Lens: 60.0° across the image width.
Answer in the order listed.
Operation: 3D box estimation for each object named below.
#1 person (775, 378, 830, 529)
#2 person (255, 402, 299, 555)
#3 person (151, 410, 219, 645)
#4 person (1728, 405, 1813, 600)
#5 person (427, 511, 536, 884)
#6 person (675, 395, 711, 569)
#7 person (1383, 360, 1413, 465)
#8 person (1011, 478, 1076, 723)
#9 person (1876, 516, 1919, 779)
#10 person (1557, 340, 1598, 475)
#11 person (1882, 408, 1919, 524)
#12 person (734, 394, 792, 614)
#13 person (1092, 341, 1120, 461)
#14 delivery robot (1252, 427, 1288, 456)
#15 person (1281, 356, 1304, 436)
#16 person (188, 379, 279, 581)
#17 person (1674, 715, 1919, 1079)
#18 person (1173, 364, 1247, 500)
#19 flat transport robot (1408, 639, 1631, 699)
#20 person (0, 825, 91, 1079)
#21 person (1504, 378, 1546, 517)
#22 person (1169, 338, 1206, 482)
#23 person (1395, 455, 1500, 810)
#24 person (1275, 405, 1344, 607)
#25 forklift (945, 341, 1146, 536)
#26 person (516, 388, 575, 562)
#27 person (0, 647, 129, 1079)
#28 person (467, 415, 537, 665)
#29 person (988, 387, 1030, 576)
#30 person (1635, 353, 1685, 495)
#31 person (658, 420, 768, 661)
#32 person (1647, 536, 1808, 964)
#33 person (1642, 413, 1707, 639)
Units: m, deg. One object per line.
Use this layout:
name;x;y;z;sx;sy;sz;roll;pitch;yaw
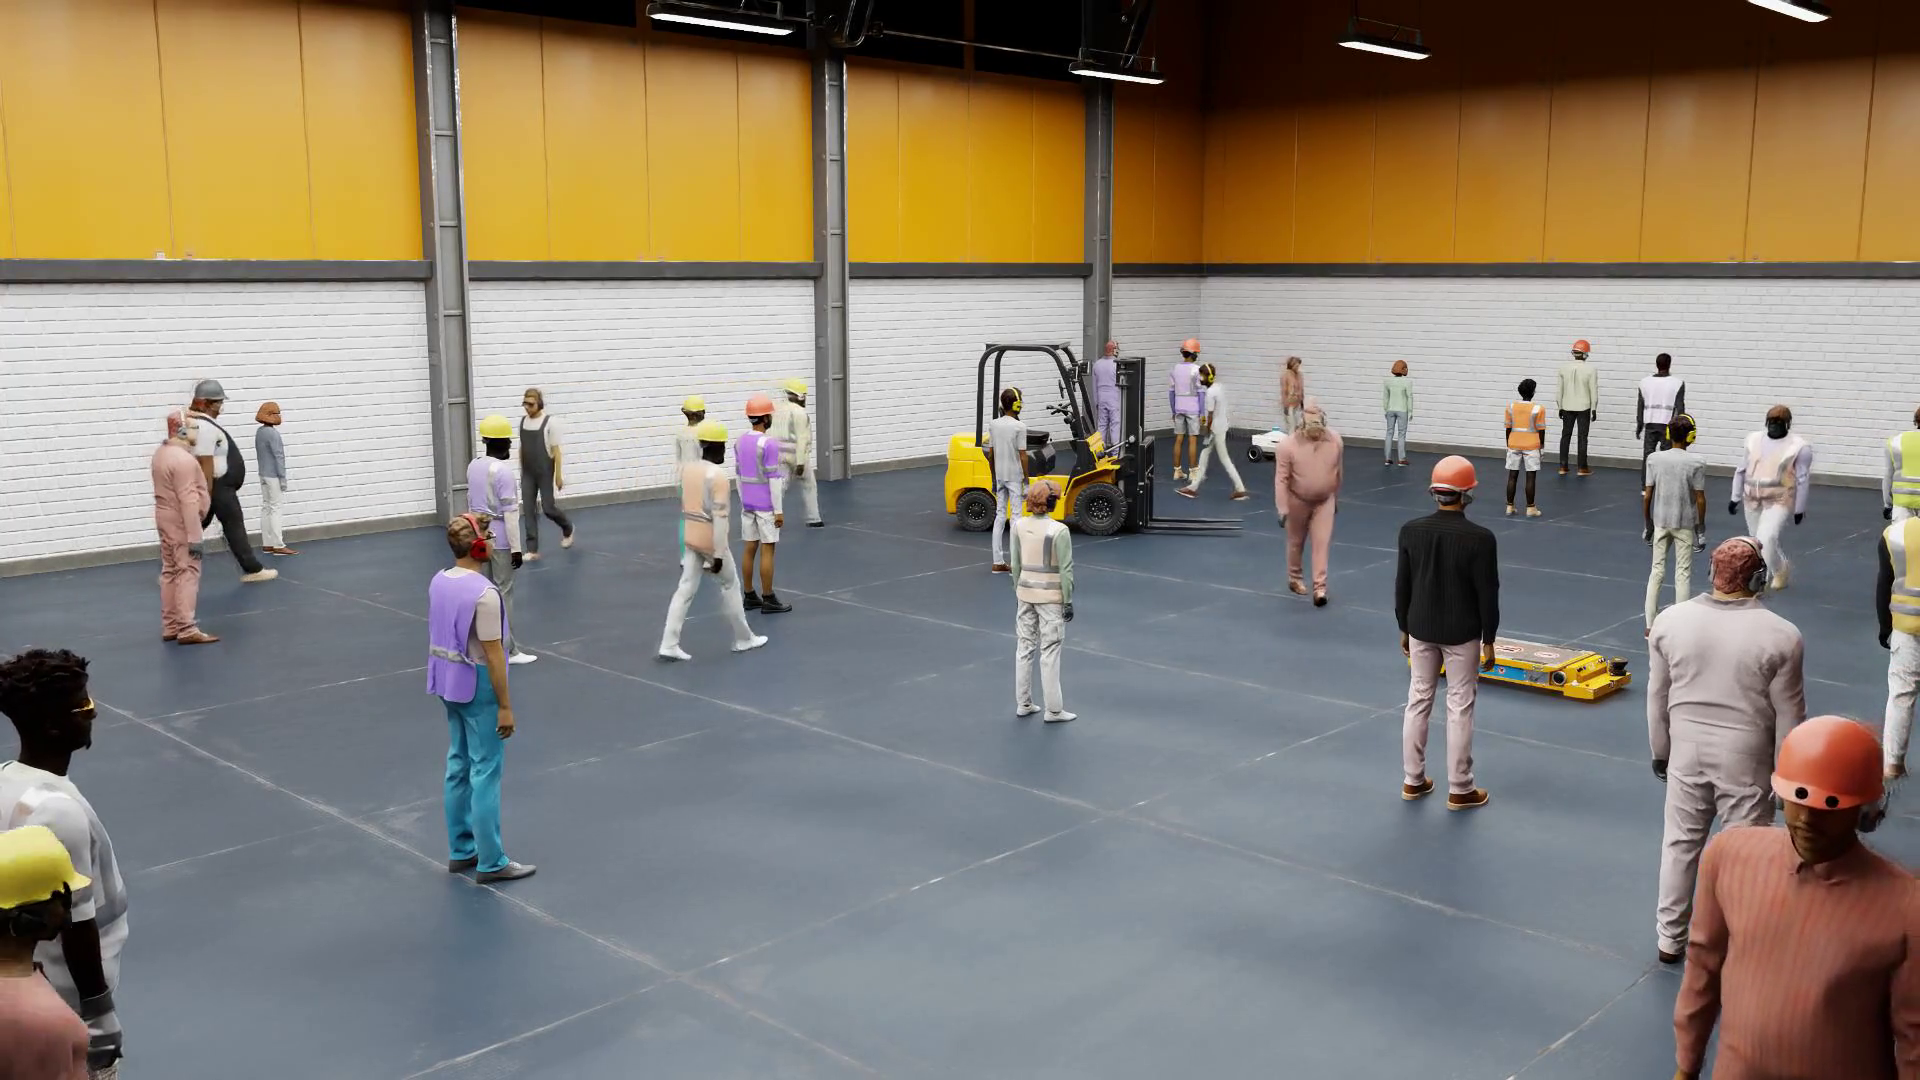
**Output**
person;-1.970;-0.978;19.219;0.899;1.791;0.597;-7;12;-38
person;-7.297;-0.654;17.682;0.500;1.633;0.279;9;13;43
person;-6.303;-0.098;13.502;0.430;1.895;0.662;-9;13;-43
person;7.515;-0.359;15.355;0.871;1.809;0.628;-6;11;-34
person;-2.411;0.780;8.233;0.565;1.847;0.389;9;13;43
person;-2.671;-0.584;16.838;0.526;1.772;0.308;9;13;43
person;6.780;-1.967;25.733;0.500;1.633;0.279;9;13;43
person;0.551;0.408;11.149;0.515;1.641;0.309;9;13;43
person;5.732;0.530;9.788;0.625;1.844;0.429;9;13;43
person;9.104;-1.949;24.516;0.612;1.995;0.382;9;13;43
person;8.649;-0.310;14.965;0.636;1.840;0.431;9;13;42
person;-1.746;-0.319;14.680;0.545;1.942;0.353;9;13;43
person;2.391;-2.175;26.174;0.641;1.908;0.407;9;13;43
delivery robot;4.937;-1.527;26.041;0.707;0.478;0.477;9;13;43
person;5.410;-2.213;27.303;0.544;1.619;0.488;-7;12;-38
person;-7.213;-0.581;15.988;1.009;2.000;0.687;-7;11;-35
person;2.150;1.374;4.201;0.637;1.975;0.623;-7;12;-38
person;3.336;-1.413;21.844;0.969;1.797;0.584;2;9;11
flat transport robot;4.118;0.906;12.284;1.431;0.197;0.652;9;13;43
person;-2.271;1.535;3.945;0.531;1.737;0.804;7;12;37
person;6.927;-1.129;20.390;0.536;1.700;0.318;9;13;43
person;3.275;-1.854;23.783;0.608;2.044;0.378;9;13;43
person;2.745;0.519;9.374;0.612;1.997;0.375;9;13;43
person;3.171;-0.330;15.143;0.648;1.823;1.077;0;9;0
forklift;0.977;-1.223;19.452;2.313;2.155;1.214;2;9;11
person;-4.365;-0.701;17.422;0.510;1.820;0.737;4;10;21
person;-2.604;1.279;4.833;0.623;1.961;0.367;9;13;43
person;-3.542;0.000;12.771;0.588;1.927;0.370;9;13;43
person;0.506;-0.580;16.506;0.515;1.872;0.328;9;13;43
person;9.365;-1.534;22.272;0.619;1.908;0.406;6;11;34
person;-1.975;0.001;12.957;0.581;1.877;1.004;8;12;41
person;3.286;0.928;7.144;0.641;1.908;0.407;9;13;43
person;5.818;-0.096;13.536;0.515;1.872;0.328;9;13;43
